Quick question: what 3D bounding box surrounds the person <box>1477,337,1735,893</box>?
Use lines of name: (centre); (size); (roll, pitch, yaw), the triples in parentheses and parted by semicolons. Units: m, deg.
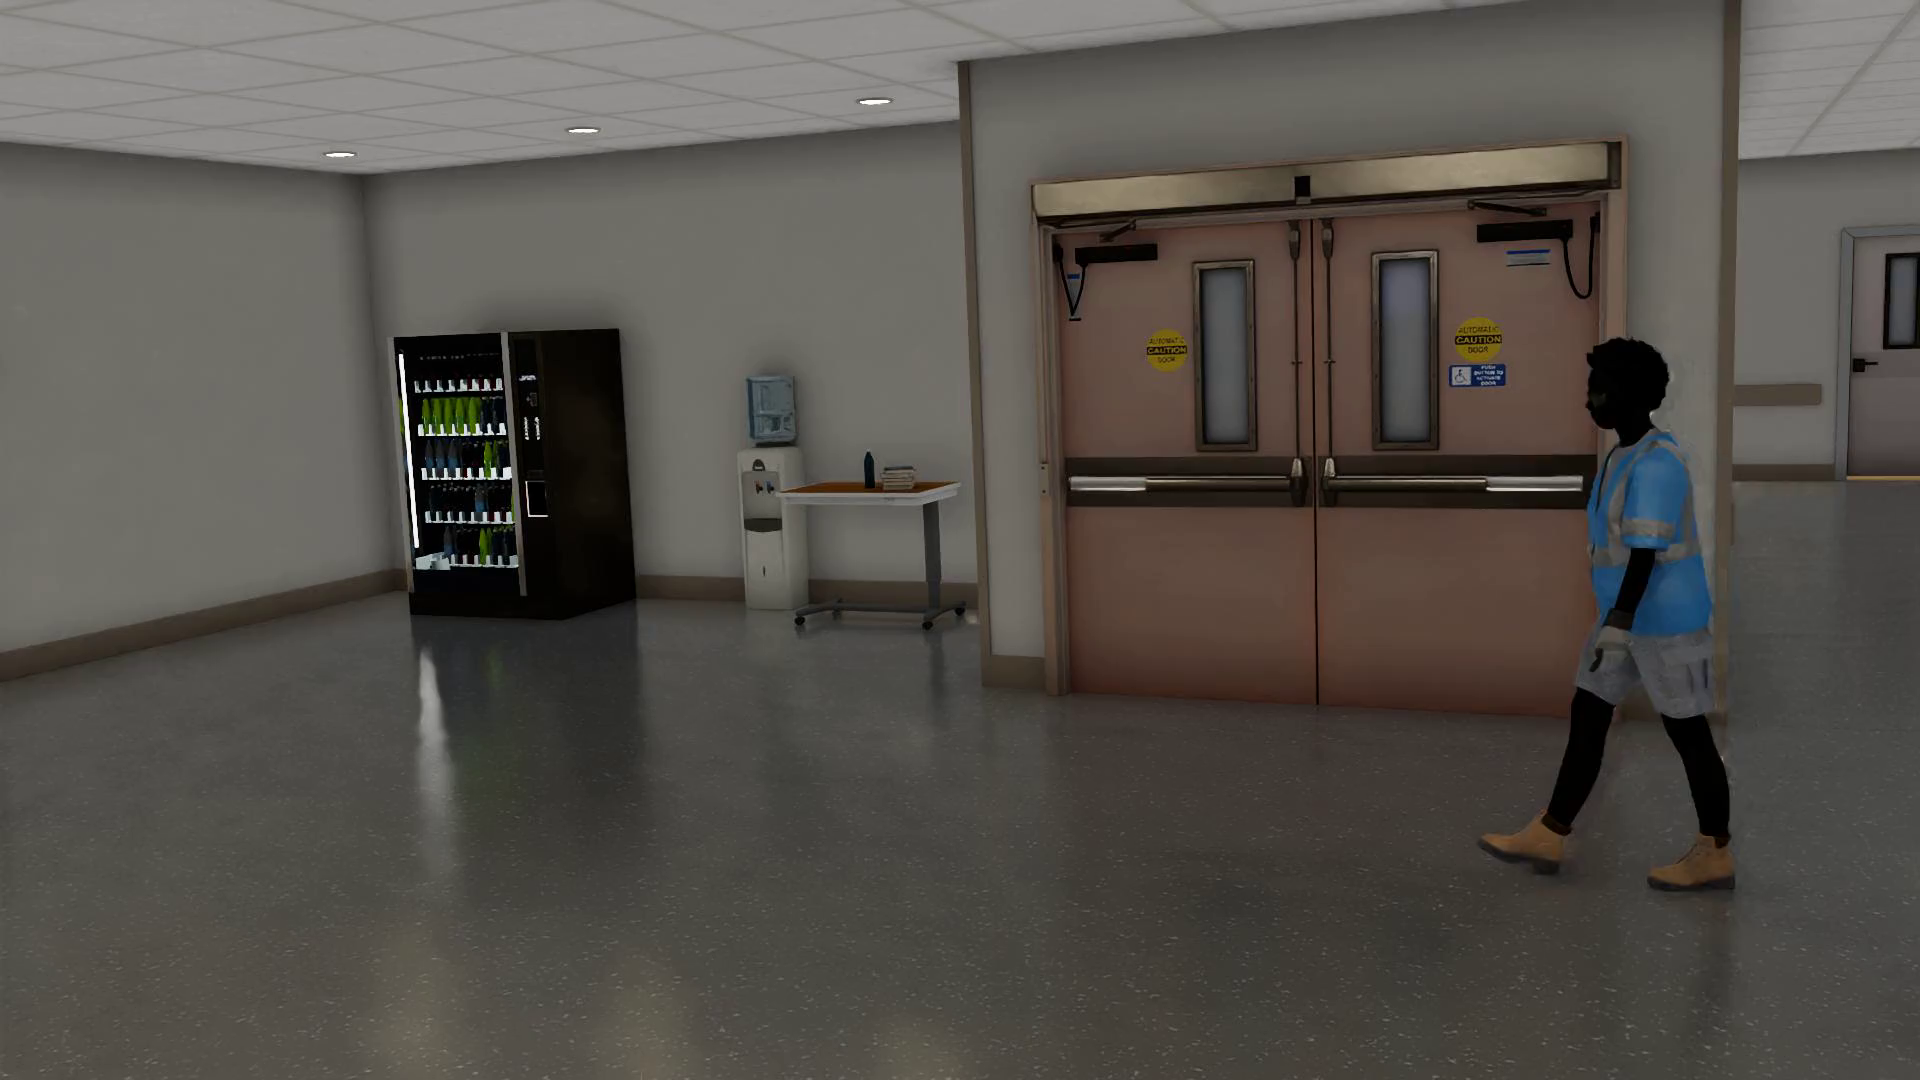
person: (1.940, 0.237, 4.960); (0.800, 1.655, 0.549); (-2, 7, 5)
